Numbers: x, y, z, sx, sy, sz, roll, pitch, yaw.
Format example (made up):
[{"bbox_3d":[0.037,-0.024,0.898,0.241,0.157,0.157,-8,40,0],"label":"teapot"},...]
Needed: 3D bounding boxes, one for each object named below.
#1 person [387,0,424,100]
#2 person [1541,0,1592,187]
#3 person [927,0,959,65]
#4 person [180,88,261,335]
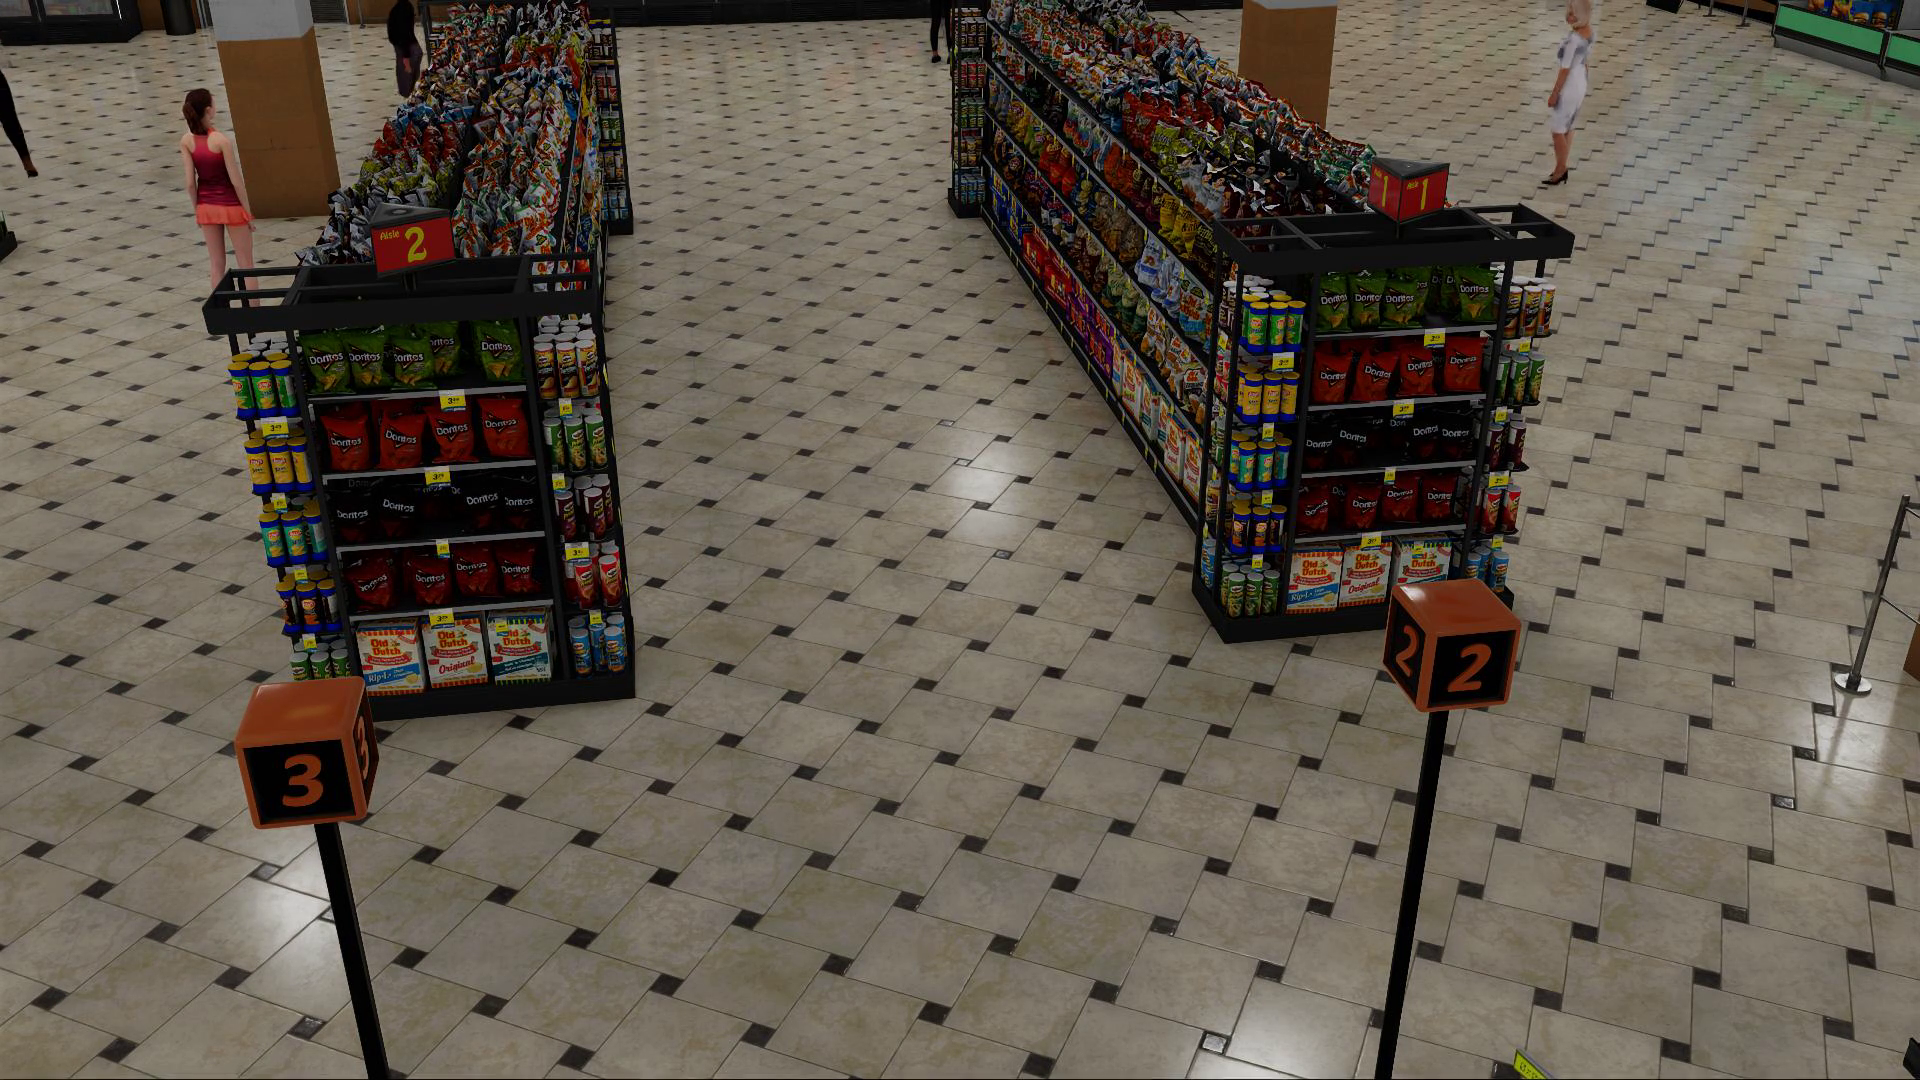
[{"bbox_3d":[-5.595,-4.950,17.170,0.724,1.660,0.747,0,27,0],"label":"person"},{"bbox_3d":[5.755,-4.238,15.688,0.717,1.730,0.754,-17,31,-30],"label":"person"},{"bbox_3d":[-0.221,-6.892,20.941,0.684,1.713,0.702,11,29,21],"label":"person"},{"bbox_3d":[-5.308,-2.358,11.957,0.612,1.751,0.595,2,27,4],"label":"person"}]
